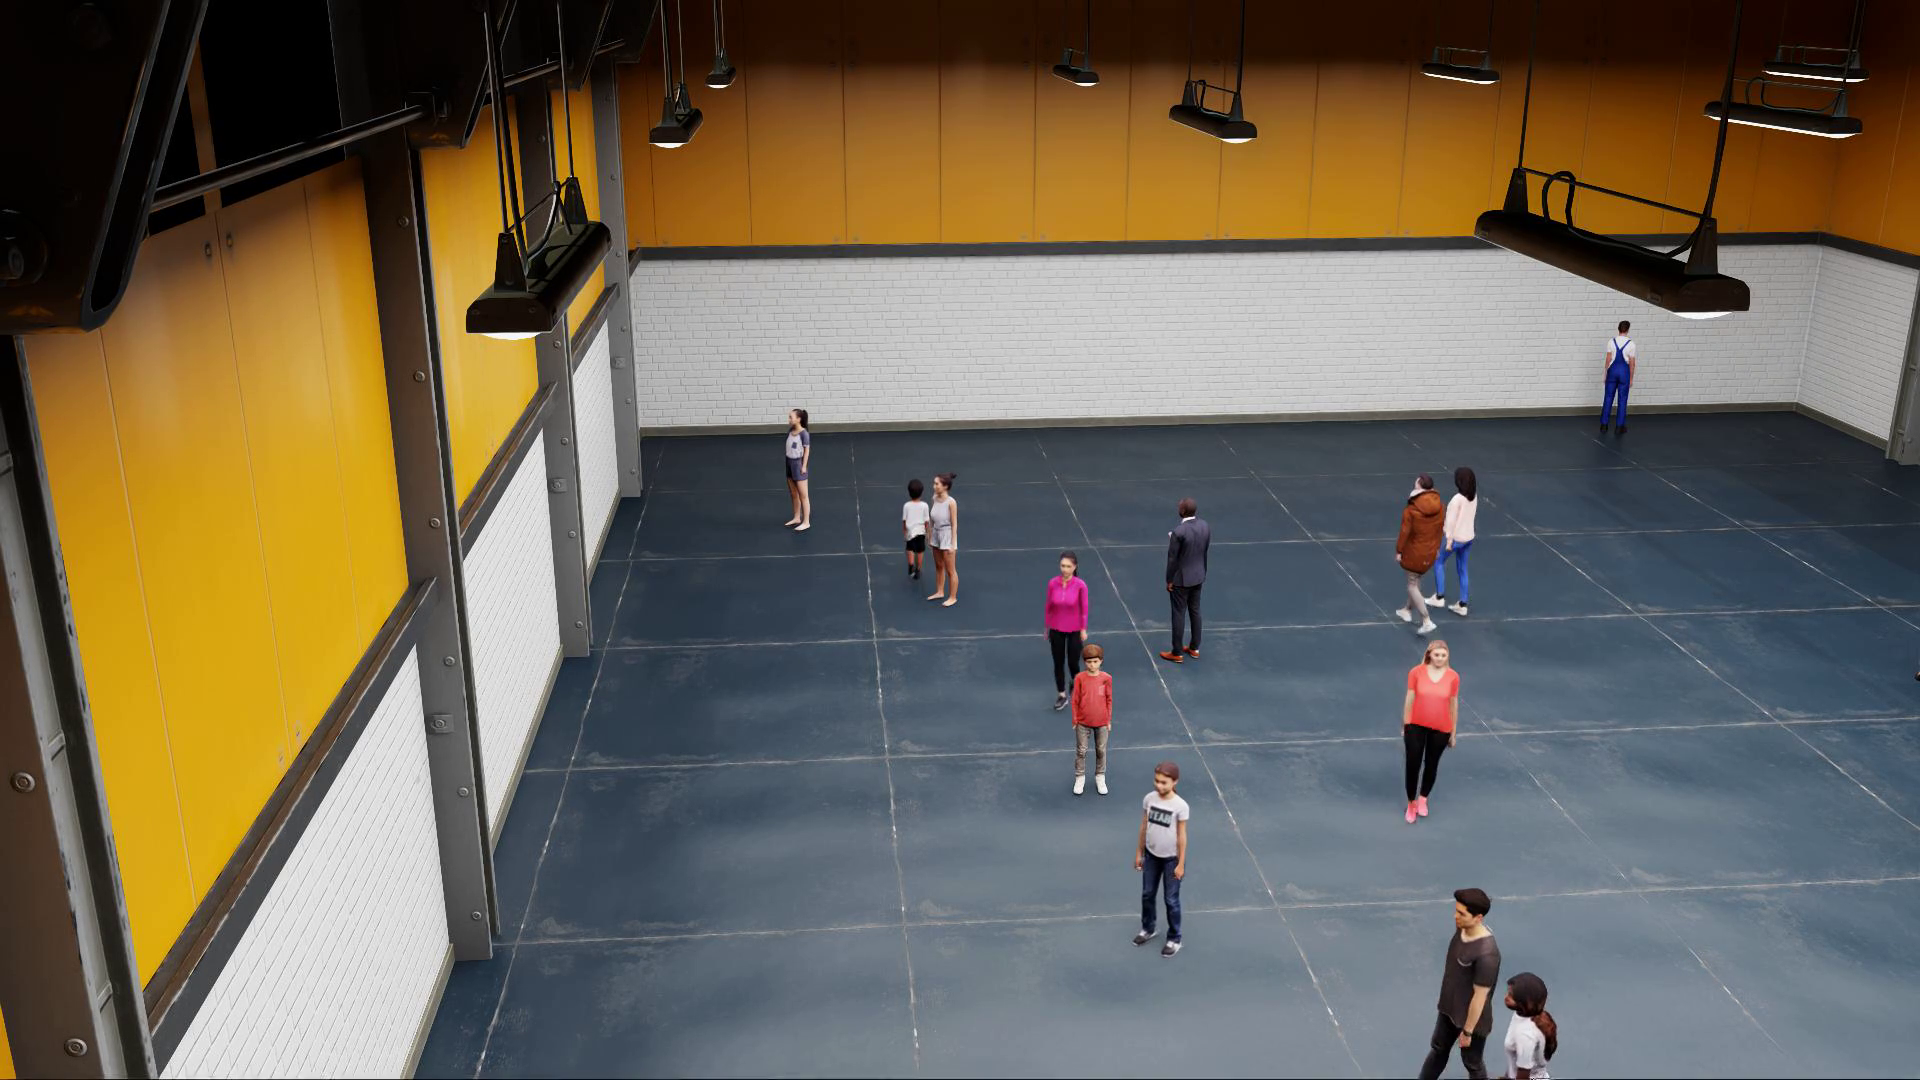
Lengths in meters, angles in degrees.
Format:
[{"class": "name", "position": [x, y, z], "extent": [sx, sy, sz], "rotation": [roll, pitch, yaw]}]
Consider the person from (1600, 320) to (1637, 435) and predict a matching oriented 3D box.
[{"class": "person", "position": [10.744, -2.674, 27.151], "extent": [0.720, 1.851, 0.753], "rotation": [11, 22, 30]}]

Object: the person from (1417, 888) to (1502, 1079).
[{"class": "person", "position": [3.301, 2.976, 10.622], "extent": [0.730, 1.693, 0.814], "rotation": [-2, 19, -7]}]

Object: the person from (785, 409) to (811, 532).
[{"class": "person", "position": [-2.181, -0.967, 22.396], "extent": [0.736, 1.651, 0.639], "rotation": [-14, 23, -36]}]

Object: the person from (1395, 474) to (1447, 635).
[{"class": "person", "position": [5.212, 0.186, 18.725], "extent": [0.926, 1.807, 1.176], "rotation": [-8, 20, -22]}]

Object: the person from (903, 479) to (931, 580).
[{"class": "person", "position": [-0.537, -0.105, 20.462], "extent": [0.486, 1.250, 0.488], "rotation": [-1, 19, -3]}]

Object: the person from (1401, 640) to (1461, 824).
[{"class": "person", "position": [4.106, 1.635, 14.626], "extent": [0.705, 1.678, 0.767], "rotation": [3, 19, 9]}]

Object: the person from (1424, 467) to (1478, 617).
[{"class": "person", "position": [5.840, 0.039, 19.252], "extent": [0.852, 1.750, 0.916], "rotation": [-12, 22, -31]}]

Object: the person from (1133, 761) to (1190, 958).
[{"class": "person", "position": [1.544, 2.376, 12.608], "extent": [0.633, 1.561, 0.684], "rotation": [13, 23, 34]}]

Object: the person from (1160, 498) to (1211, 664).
[{"class": "person", "position": [2.459, 0.425, 17.999], "extent": [0.778, 1.818, 0.766], "rotation": [-12, 22, -31]}]

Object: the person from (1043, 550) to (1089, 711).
[{"class": "person", "position": [1.103, 0.887, 16.830], "extent": [0.722, 1.689, 0.782], "rotation": [7, 20, 20]}]

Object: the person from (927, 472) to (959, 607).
[{"class": "person", "position": [-0.183, -0.026, 19.660], "extent": [0.695, 1.613, 0.603], "rotation": [-16, 24, -39]}]

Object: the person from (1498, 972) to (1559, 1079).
[{"class": "person", "position": [3.382, 3.276, 9.717], "extent": [0.783, 1.702, 0.717], "rotation": [7, 20, 19]}]

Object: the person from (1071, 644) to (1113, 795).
[{"class": "person", "position": [1.199, 1.614, 15.097], "extent": [0.531, 1.416, 0.507], "rotation": [0, 19, 0]}]
